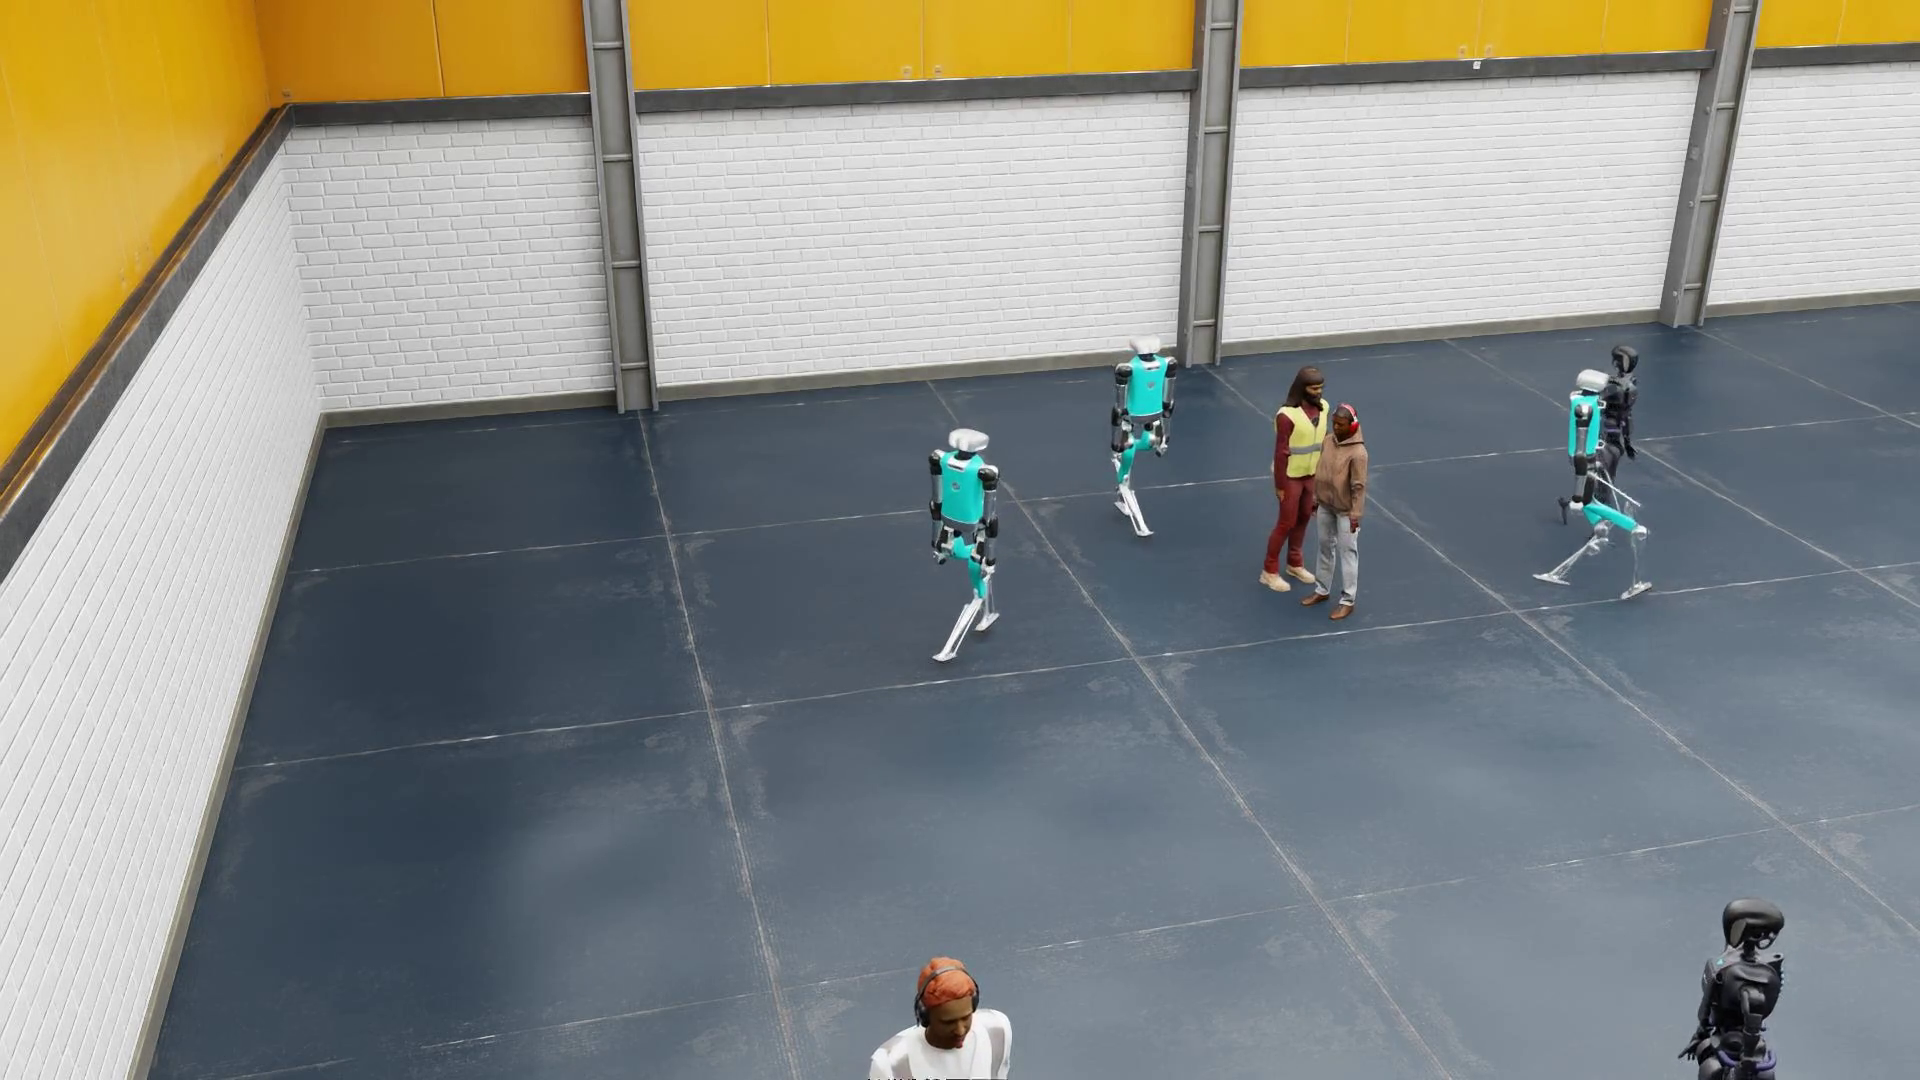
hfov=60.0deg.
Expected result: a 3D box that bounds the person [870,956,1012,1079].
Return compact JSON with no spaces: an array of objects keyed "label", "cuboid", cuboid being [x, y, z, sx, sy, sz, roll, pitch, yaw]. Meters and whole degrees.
[{"label":"person","cuboid":[-0.057,2.317,6.097,0.575,1.881,0.350,-13,27,-27]}]

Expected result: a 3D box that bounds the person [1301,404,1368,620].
[{"label":"person","cuboid":[2.779,-0.222,12.158,0.308,1.647,0.462,-14,28,-30]}]

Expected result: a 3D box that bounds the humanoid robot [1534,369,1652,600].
[{"label":"humanoid robot","cuboid":[4.932,-0.372,12.418,0.981,1.771,0.538,10,26,21]}]

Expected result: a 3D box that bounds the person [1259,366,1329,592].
[{"label":"person","cuboid":[2.551,-0.482,12.602,0.470,1.763,0.375,-17,29,-33]}]

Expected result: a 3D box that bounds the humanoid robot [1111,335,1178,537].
[{"label":"humanoid robot","cuboid":[1.390,-0.873,13.541,0.545,1.744,1.020,-9,25,-19]}]

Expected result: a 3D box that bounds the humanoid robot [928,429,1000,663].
[{"label":"humanoid robot","cuboid":[0.135,-0.002,11.578,0.562,1.738,1.041,15,28,30]}]

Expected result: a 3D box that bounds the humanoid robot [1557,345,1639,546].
[{"label":"humanoid robot","cuboid":[5.167,-0.800,13.443,0.628,1.634,0.586,22,32,40]}]

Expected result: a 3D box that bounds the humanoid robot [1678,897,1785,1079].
[{"label":"humanoid robot","cuboid":[3.122,2.143,6.742,0.382,1.643,0.591,5,24,10]}]
